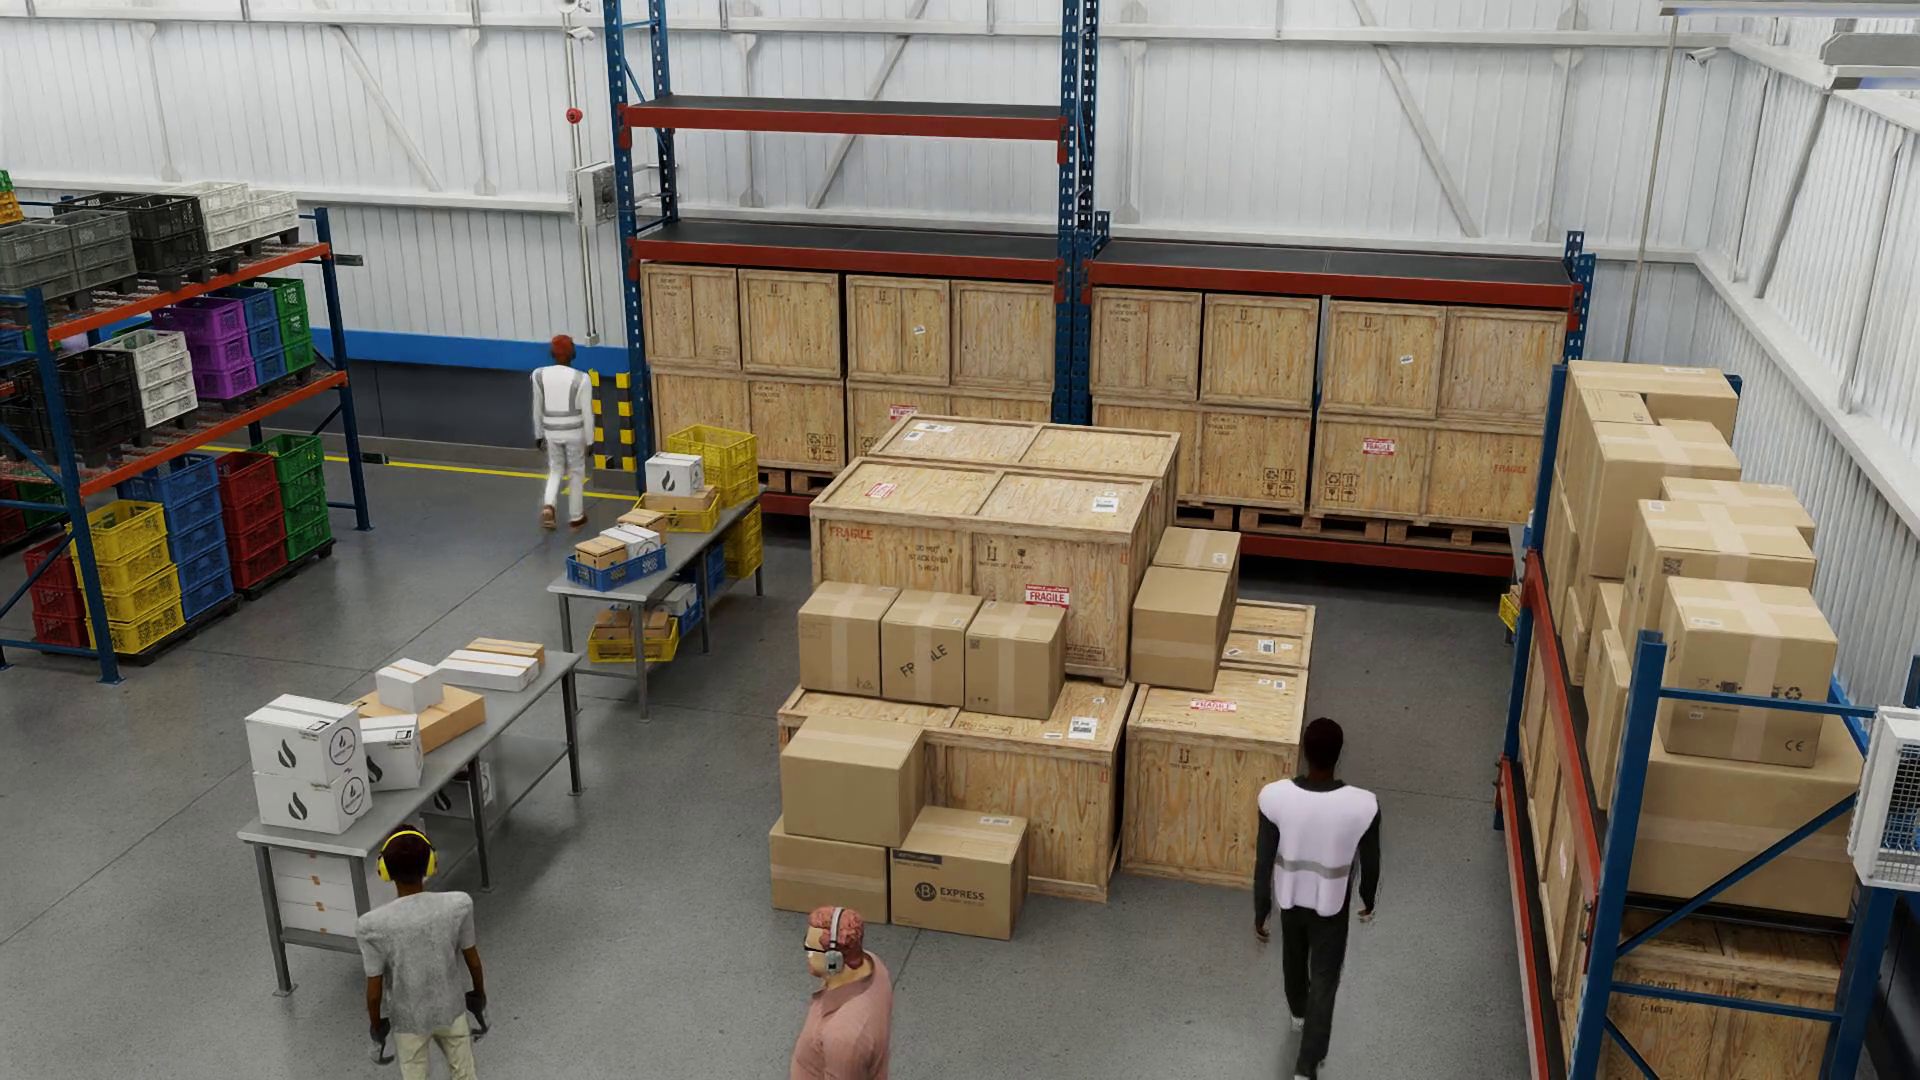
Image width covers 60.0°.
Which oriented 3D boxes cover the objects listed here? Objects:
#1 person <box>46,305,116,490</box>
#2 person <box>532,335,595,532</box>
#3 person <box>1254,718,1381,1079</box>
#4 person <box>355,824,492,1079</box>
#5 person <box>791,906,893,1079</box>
[{"bbox_3d":[-8.673,-1.463,16.553,0.542,1.915,0.794,-10,23,-24],"label":"person"},{"bbox_3d":[-3.650,-0.937,15.231,0.608,1.868,0.571,3,21,8],"label":"person"},{"bbox_3d":[1.730,1.764,8.178,0.590,1.876,0.979,8,22,21],"label":"person"},{"bbox_3d":[-2.333,2.099,7.295,0.526,1.869,0.315,-11,23,-26],"label":"person"},{"bbox_3d":[-0.472,2.315,6.696,0.402,1.900,0.647,1,21,4],"label":"person"}]
